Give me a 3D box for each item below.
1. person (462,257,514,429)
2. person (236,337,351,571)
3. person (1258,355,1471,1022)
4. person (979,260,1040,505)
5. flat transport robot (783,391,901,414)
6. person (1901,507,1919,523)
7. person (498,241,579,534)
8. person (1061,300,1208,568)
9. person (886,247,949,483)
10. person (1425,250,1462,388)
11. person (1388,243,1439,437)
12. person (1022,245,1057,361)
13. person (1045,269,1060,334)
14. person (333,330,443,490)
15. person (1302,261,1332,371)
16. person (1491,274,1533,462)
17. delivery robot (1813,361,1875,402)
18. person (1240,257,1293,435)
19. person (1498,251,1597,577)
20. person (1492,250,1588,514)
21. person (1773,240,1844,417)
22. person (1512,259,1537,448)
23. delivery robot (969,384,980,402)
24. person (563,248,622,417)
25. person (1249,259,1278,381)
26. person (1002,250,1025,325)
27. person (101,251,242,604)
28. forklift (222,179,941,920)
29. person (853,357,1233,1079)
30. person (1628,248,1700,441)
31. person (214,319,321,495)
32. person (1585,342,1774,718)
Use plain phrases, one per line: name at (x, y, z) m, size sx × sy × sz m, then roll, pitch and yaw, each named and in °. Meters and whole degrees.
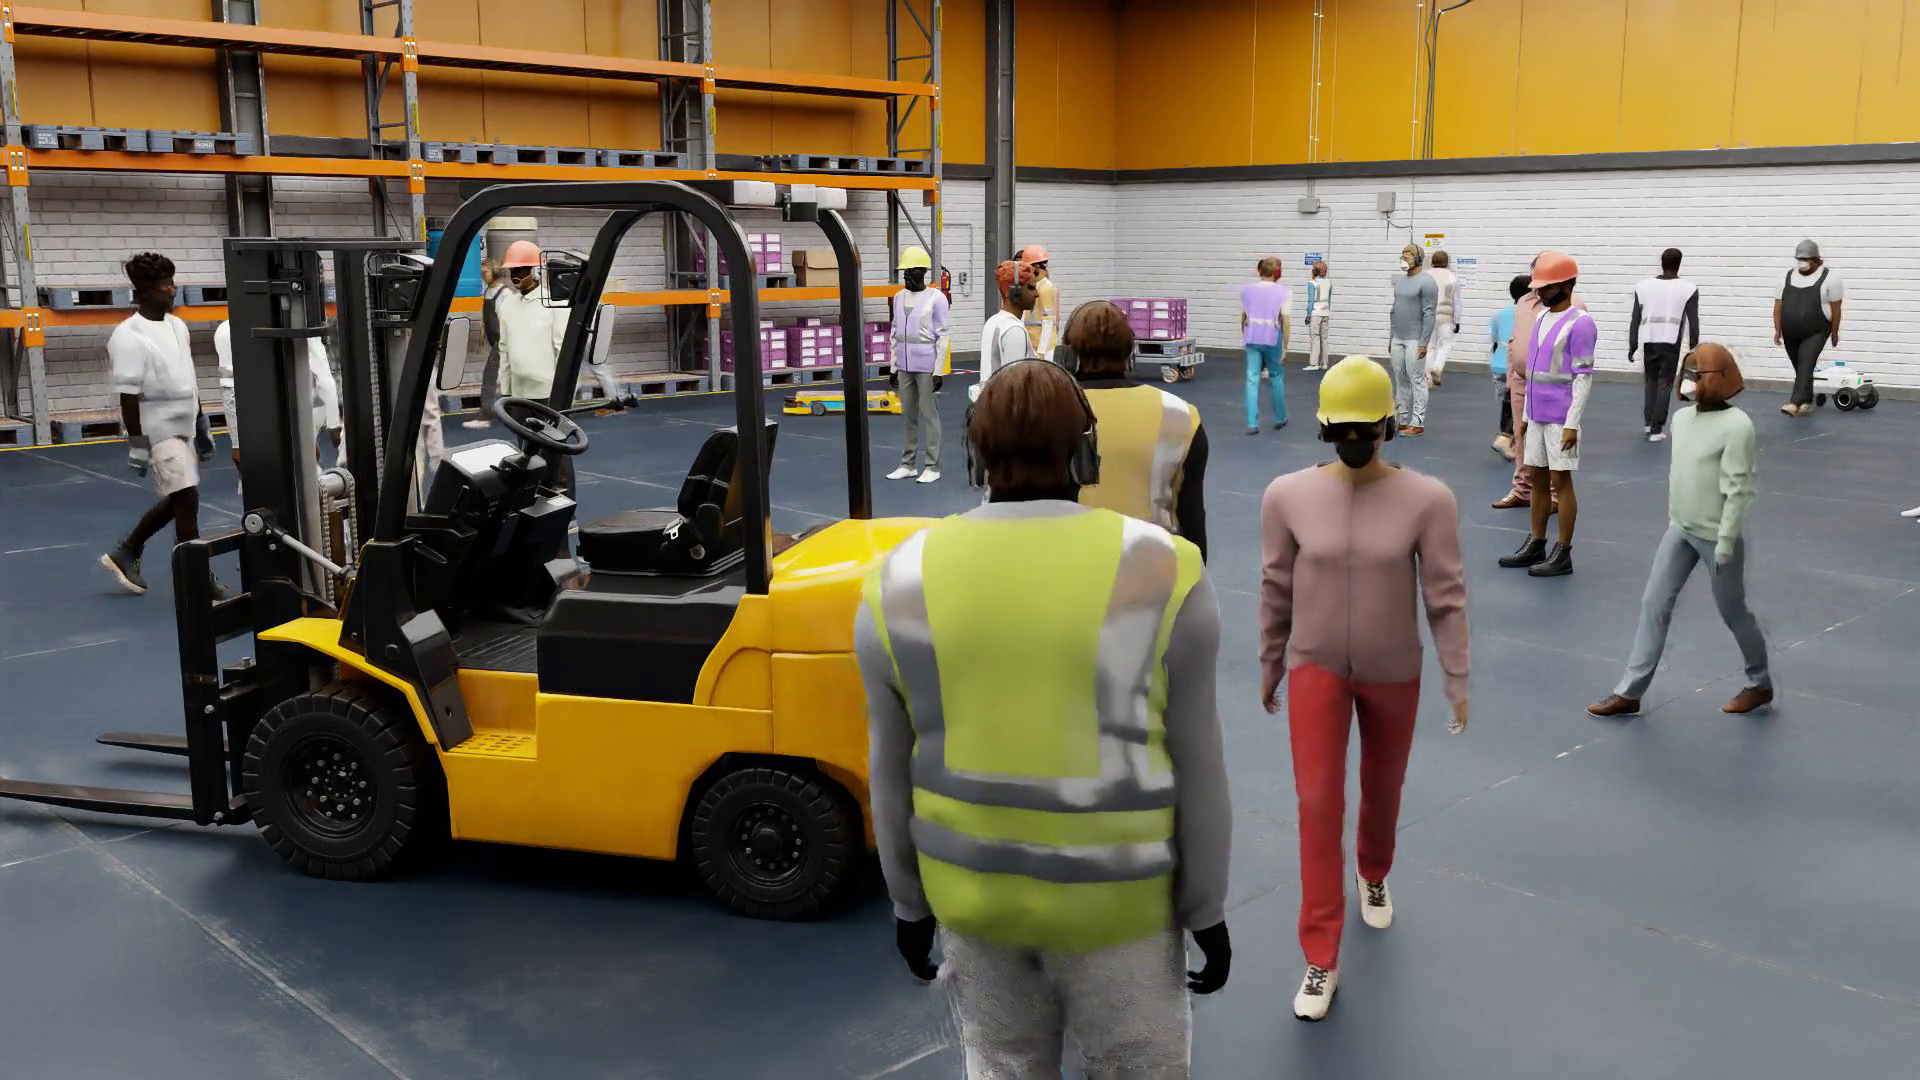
person at (-4.849, -2.101, 17.685) m, size 0.984 × 1.802 × 0.498 m, roll -7°, pitch 13°, yaw -34°
person at (-4.043, -0.702, 9.912) m, size 0.589 × 1.835 × 0.920 m, roll 6°, pitch 12°, yaw 28°
person at (1.099, 0.340, 4.575) m, size 0.557 × 1.719 × 0.894 m, roll 2°, pitch 11°, yaw 12°
person at (0.277, -0.604, 9.265) m, size 0.337 × 1.882 × 0.585 m, roll -2°, pitch 11°, yaw -12°
flat transport robot at (-1.288, -1.577, 18.975) m, size 1.431 × 0.197 × 0.652 m, roll -1°, pitch 10°, yaw -4°
person at (6.919, -0.979, 11.698) m, size 0.295 × 1.744 × 0.484 m, roll 2°, pitch 11°, yaw 12°
person at (-2.868, -1.012, 11.227) m, size 0.619 × 1.989 × 0.396 m, roll 6°, pitch 12°, yaw 28°
person at (0.425, 0.202, 5.031) m, size 0.627 × 1.838 × 0.430 m, roll 0°, pitch 10°, yaw 1°
person at (-0.355, -1.432, 13.663) m, size 0.587 × 1.927 × 0.367 m, roll 9°, pitch 13°, yaw 39°
person at (6.288, -2.903, 21.947) m, size 0.648 × 1.829 × 0.482 m, roll 6°, pitch 12°, yaw 30°
person at (4.539, -2.010, 16.785) m, size 0.372 × 1.940 × 0.631 m, roll -4°, pitch 11°, yaw -22°
person at (0.747, -1.882, 16.117) m, size 0.374 × 1.928 × 0.542 m, roll -1°, pitch 10°, yaw -6°
person at (1.106, -2.955, 22.901) m, size 0.530 × 1.587 × 0.888 m, roll 0°, pitch 10°, yaw -1°
person at (-3.101, -0.411, 8.963) m, size 0.518 × 1.610 × 0.660 m, roll 3°, pitch 11°, yaw 16°
person at (5.361, -3.349, 24.884) m, size 0.522 × 1.645 × 0.306 m, roll -9°, pitch 14°, yaw -39°
person at (4.918, -1.514, 14.768) m, size 0.537 × 1.684 × 0.550 m, roll -6°, pitch 12°, yaw -31°
delivery robot at (10.271, -1.852, 19.444) m, size 0.477 × 0.478 × 0.707 m, roll -6°, pitch 12°, yaw -31°
person at (3.167, -2.000, 17.123) m, size 0.568 × 1.794 × 0.940 m, roll 5°, pitch 11°, yaw 25°
person at (3.513, -0.746, 9.916) m, size 0.367 × 1.930 × 0.542 m, roll -3°, pitch 11°, yaw -15°
person at (4.216, -1.142, 12.123) m, size 0.410 × 1.913 × 0.651 m, roll -6°, pitch 12°, yaw -28°
person at (9.498, -2.413, 18.702) m, size 0.987 × 2.000 × 0.682 m, roll -8°, pitch 13°, yaw -37°
person at (5.251, -1.685, 15.291) m, size 0.525 × 1.839 × 0.548 m, roll -3°, pitch 11°, yaw -17°
delivery robot at (0.463, -1.536, 17.720) m, size 0.707 × 0.478 × 0.477 m, roll 2°, pitch 10°, yaw 10°
person at (-4.127, -2.239, 18.200) m, size 0.637 × 1.872 × 1.004 m, roll 10°, pitch 14°, yaw 43°
person at (4.204, -3.042, 23.067) m, size 0.535 × 1.697 × 0.322 m, roll -6°, pitch 12°, yaw -31°
person at (0.667, -2.096, 17.453) m, size 0.518 × 1.866 × 0.323 m, roll 1°, pitch 10°, yaw 7°
person at (-4.395, -0.609, 9.142) m, size 0.849 × 1.940 × 0.640 m, roll 0°, pitch 10°, yaw 0°
forklift at (-1.114, -0.058, 5.440) m, size 2.313 × 2.155 × 1.214 m, roll 2°, pitch 11°, yaw 13°
person at (0.131, 0.613, 2.805) m, size 0.642 × 1.824 × 0.549 m, roll 3°, pitch 11°, yaw 18°
person at (7.014, -1.944, 16.543) m, size 0.631 × 1.892 × 0.661 m, roll 8°, pitch 13°, yaw 36°
person at (-3.702, -0.580, 8.979) m, size 0.347 × 1.943 × 0.544 m, roll 6°, pitch 12°, yaw 28°
person at (3.100, -0.029, 6.939) m, size 0.841 × 1.589 × 0.512 m, roll -3°, pitch 11°, yaw -14°
